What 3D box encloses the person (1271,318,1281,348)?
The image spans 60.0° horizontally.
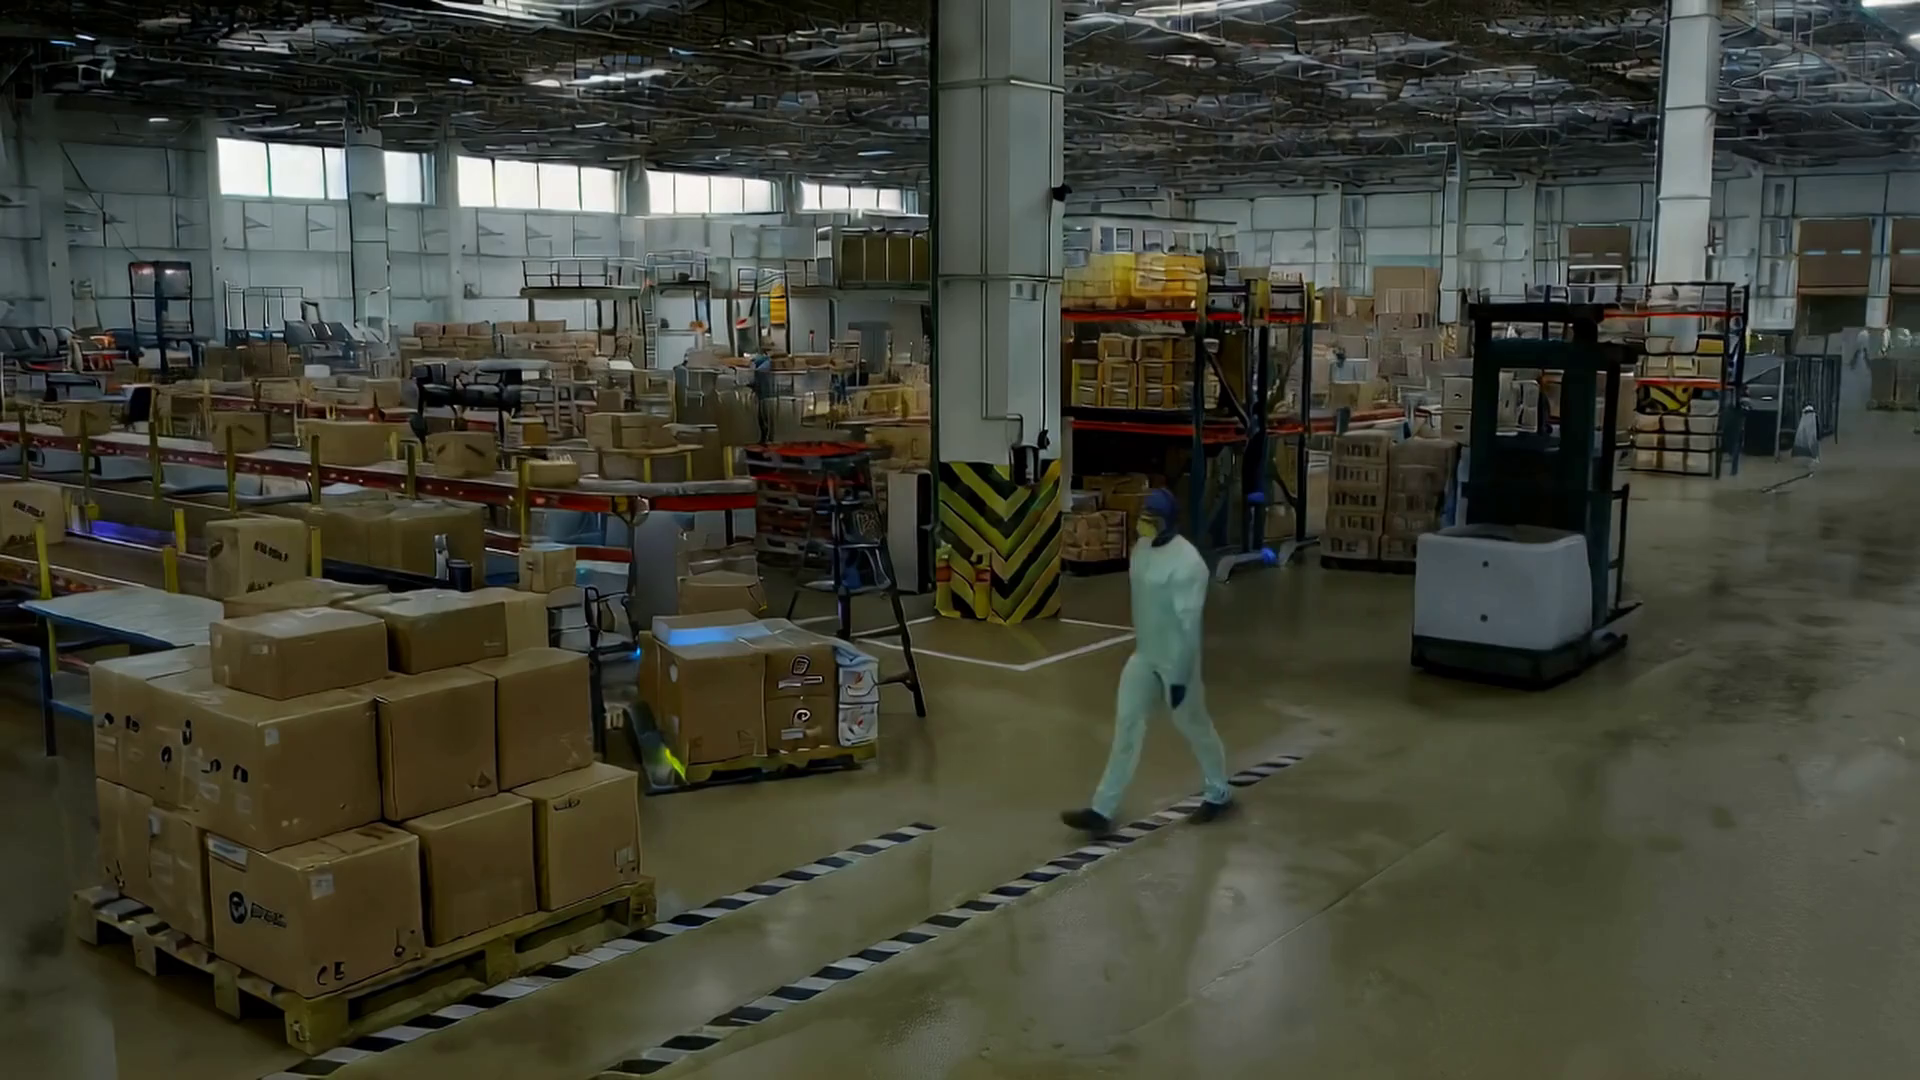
[{"bbox_3d":[13.870,-8.833,72.928,0.430,1.844,0.623,2,9,16],"label":"person"}]

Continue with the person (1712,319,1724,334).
[{"bbox_3d":[27.243,-6.977,59.986,0.755,1.964,0.652,-1,9,-9],"label":"person"}]

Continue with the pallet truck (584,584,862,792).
[{"bbox_3d":[-1.426,0.805,10.019,1.601,1.201,0.680,-4,9,-26],"label":"pallet truck"}]

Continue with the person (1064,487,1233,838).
[{"bbox_3d":[1.070,0.654,8.844,1.083,1.879,0.646,-5,10,-30],"label":"person"}]

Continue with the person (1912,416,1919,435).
[{"bbox_3d":[19.702,-2.978,33.551,0.513,1.820,0.980,-5,10,-30],"label":"person"}]

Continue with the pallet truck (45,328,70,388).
[{"bbox_3d":[-23.775,-4.544,43.495,1.885,1.965,0.823,6,10,35],"label":"pallet truck"}]

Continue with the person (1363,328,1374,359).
[{"bbox_3d":[11.999,-5.276,48.854,0.319,1.870,0.532,2,9,15],"label":"person"}]

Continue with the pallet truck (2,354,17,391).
[{"bbox_3d":[-24.881,-4.417,42.634,1.885,1.965,0.823,8,11,41],"label":"pallet truck"}]

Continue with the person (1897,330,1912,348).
[{"bbox_3d":[31.294,-6.107,55.014,0.505,1.687,0.889,-2,9,-15],"label":"person"}]

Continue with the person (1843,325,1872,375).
[{"bbox_3d":[32.158,-6.777,59.283,0.982,1.785,0.636,6,10,34],"label":"person"}]

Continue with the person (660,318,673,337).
[{"bbox_3d":[-12.221,-8.367,69.798,0.968,1.836,0.583,5,10,32],"label":"person"}]

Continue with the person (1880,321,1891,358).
[{"bbox_3d":[33.062,-6.867,59.481,0.431,1.914,0.609,4,9,24],"label":"person"}]

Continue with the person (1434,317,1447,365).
[{"bbox_3d":[19.553,-8.086,67.619,0.379,1.931,0.625,-5,10,-28],"label":"person"}]

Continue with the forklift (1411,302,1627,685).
[{"bbox_3d":[4.379,-0.438,12.852,1.129,2.768,1.873,7,11,37],"label":"forklift"}]

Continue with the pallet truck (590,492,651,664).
[{"bbox_3d":[-3.115,0.344,12.883,0.653,1.274,1.630,7,11,37],"label":"pallet truck"}]

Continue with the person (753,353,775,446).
[{"bbox_3d":[-3.716,-2.663,31.574,0.297,1.772,0.533,6,11,36],"label":"person"}]

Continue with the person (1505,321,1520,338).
[{"bbox_3d":[25.852,-9.603,77.931,0.634,1.891,0.983,-1,8,-6],"label":"person"}]

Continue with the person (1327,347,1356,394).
[{"bbox_3d":[7.798,-3.038,33.968,0.599,1.812,0.710,6,10,35],"label":"person"}]

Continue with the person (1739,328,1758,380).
[{"bbox_3d":[25.886,-6.064,54.549,0.612,1.752,0.527,3,9,21],"label":"person"}]
